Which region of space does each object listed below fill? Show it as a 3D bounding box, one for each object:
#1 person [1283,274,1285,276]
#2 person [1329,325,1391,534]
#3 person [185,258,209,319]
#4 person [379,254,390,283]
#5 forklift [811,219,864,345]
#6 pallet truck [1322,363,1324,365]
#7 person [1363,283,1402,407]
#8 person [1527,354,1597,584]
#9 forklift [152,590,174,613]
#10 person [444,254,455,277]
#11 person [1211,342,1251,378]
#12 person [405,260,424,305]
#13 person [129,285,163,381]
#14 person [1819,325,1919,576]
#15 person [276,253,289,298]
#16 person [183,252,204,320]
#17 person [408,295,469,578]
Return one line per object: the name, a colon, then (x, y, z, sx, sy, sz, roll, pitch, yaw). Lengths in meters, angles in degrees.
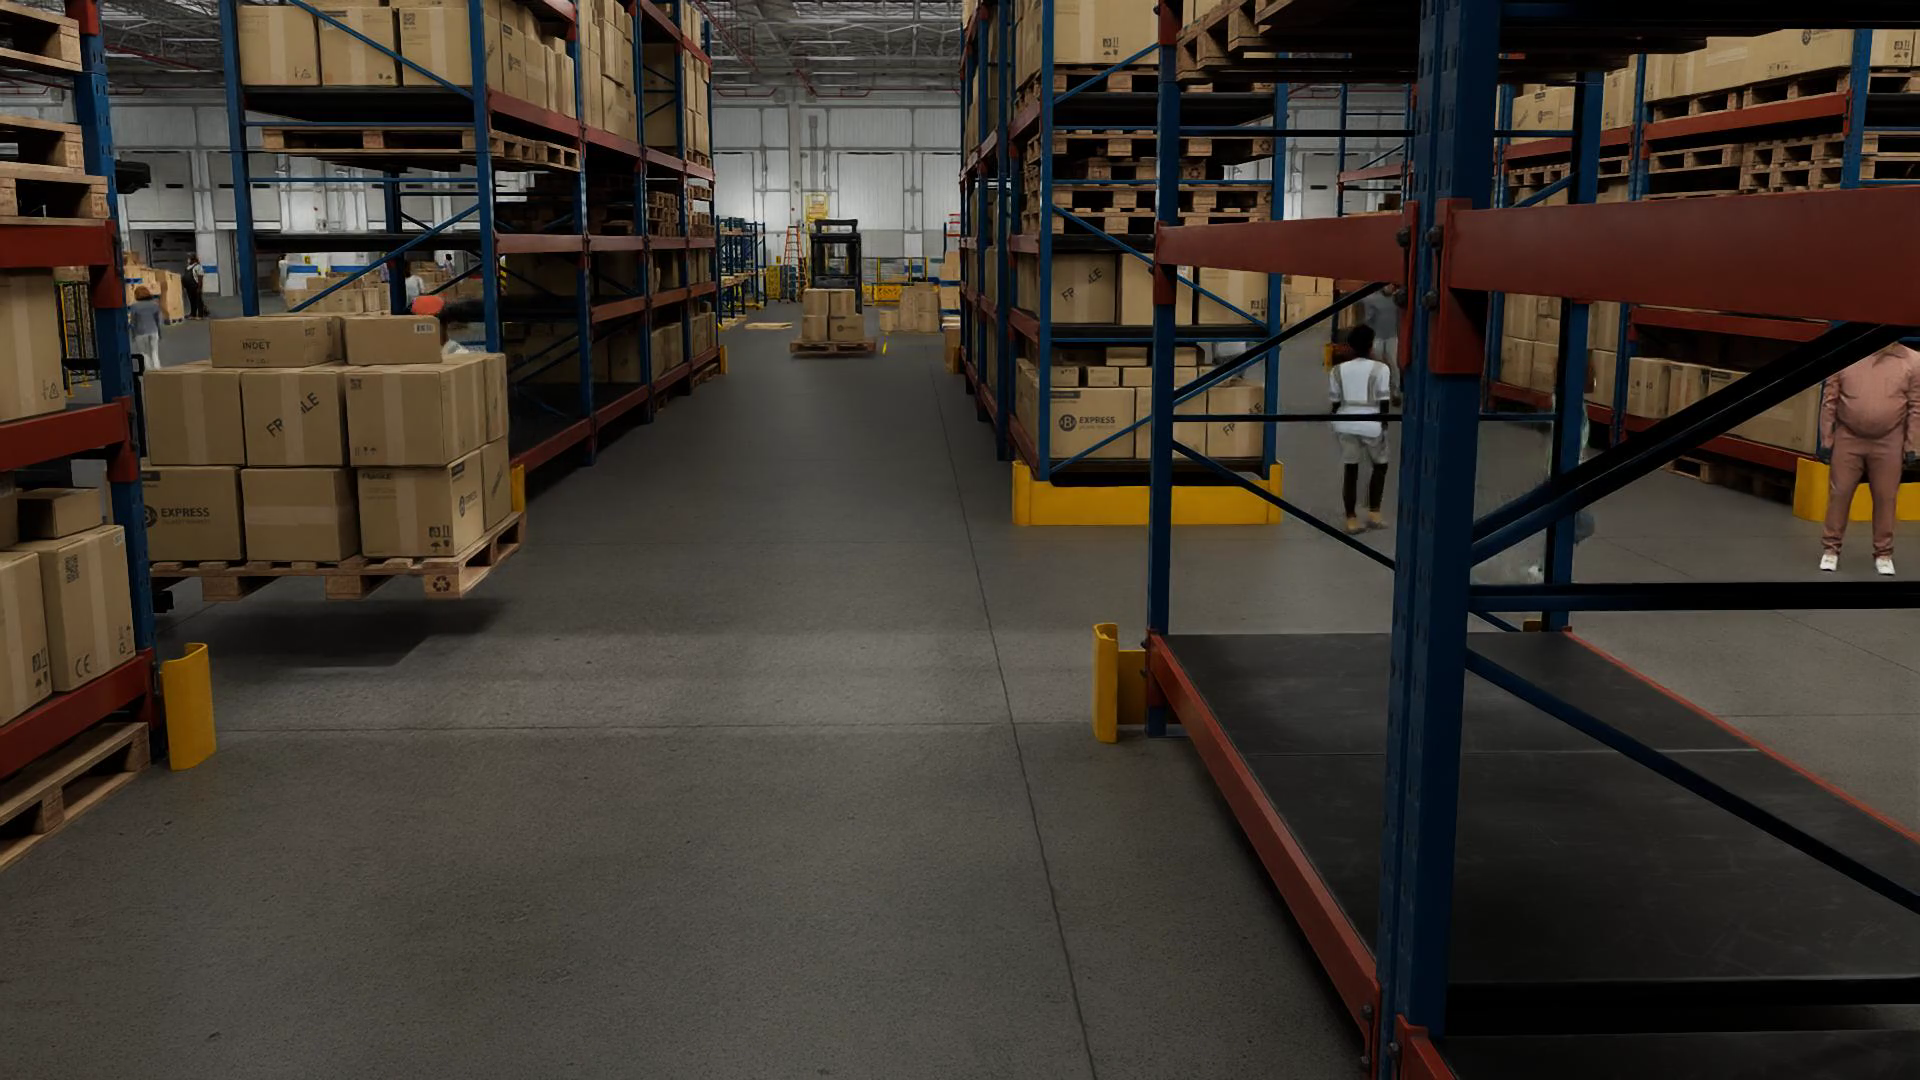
person: (11.440, -8.932, 57.504, 0.635, 1.937, 0.352, -4, 11, -21)
person: (3.240, -0.890, 13.408, 0.546, 1.669, 0.551, 8, 13, 36)
person: (-23.257, -7.665, 50.482, 0.570, 1.922, 0.570, -2, 10, -13)
person: (-21.520, -9.787, 62.339, 0.395, 1.919, 0.582, 1, 10, 5)
forklift: (-2.689, -5.626, 36.465, 1.129, 2.768, 1.873, 0, 10, -2)
pallet truck: (7.712, -4.157, 30.737, 1.885, 1.965, 0.823, 3, 11, 16)
person: (6.100, -2.854, 23.823, 0.648, 1.872, 0.990, 1, 10, 8)
person: (3.986, -0.404, 10.860, 0.352, 1.619, 0.526, 1, 10, 6)
forklift: (-5.858, -0.811, 9.639, 1.873, 2.768, 1.129, -1, 10, -3)
person: (-21.341, -11.042, 69.529, 0.429, 1.842, 0.636, -4, 11, -23)
person: (3.522, -2.460, 21.565, 0.553, 1.908, 0.893, 0, 10, -2)
person: (-11.989, -5.119, 36.242, 0.633, 1.941, 0.430, -1, 10, -6)
person: (-13.576, -3.431, 27.743, 0.494, 1.613, 0.535, 9, 14, 42)
person: (6.410, -0.695, 11.746, 0.640, 1.899, 0.396, 5, 11, 28)
person: (-28.255, -10.998, 69.253, 0.753, 1.845, 0.569, 5, 11, 27)
person: (-22.995, -7.606, 49.830, 0.684, 2.000, 0.538, 7, 12, 32)
person: (-3.606, -0.766, 11.956, 0.922, 1.988, 0.624, -8, 13, -38)
